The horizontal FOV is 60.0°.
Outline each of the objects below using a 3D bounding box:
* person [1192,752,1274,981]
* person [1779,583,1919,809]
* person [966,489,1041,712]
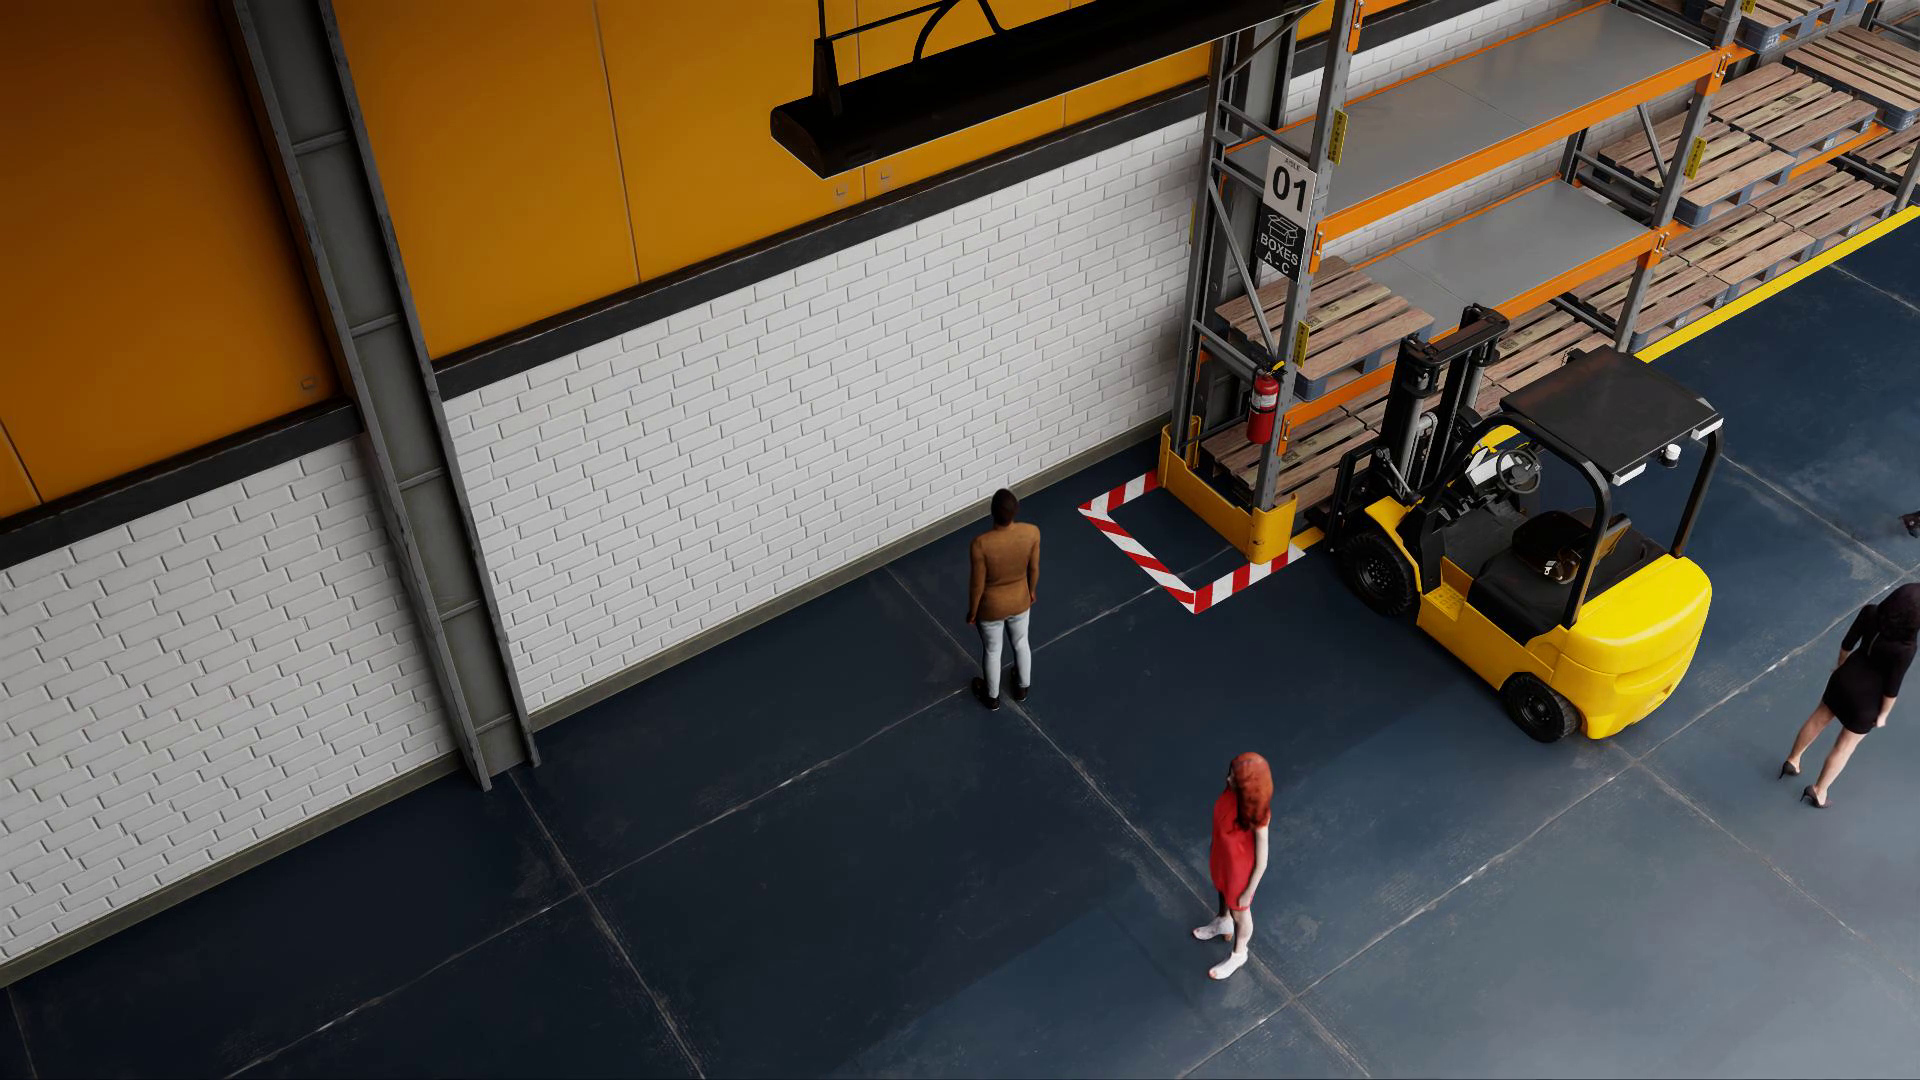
[{"bbox_3d":[1.511,1.758,9.052,0.645,1.825,0.674,-9,44,-9],"label":"person"},{"bbox_3d":[5.359,0.917,9.950,0.604,1.805,0.656,-10,45,-10],"label":"person"},{"bbox_3d":[0.276,0.384,10.502,0.586,1.816,0.755,-13,45,-14],"label":"person"}]
